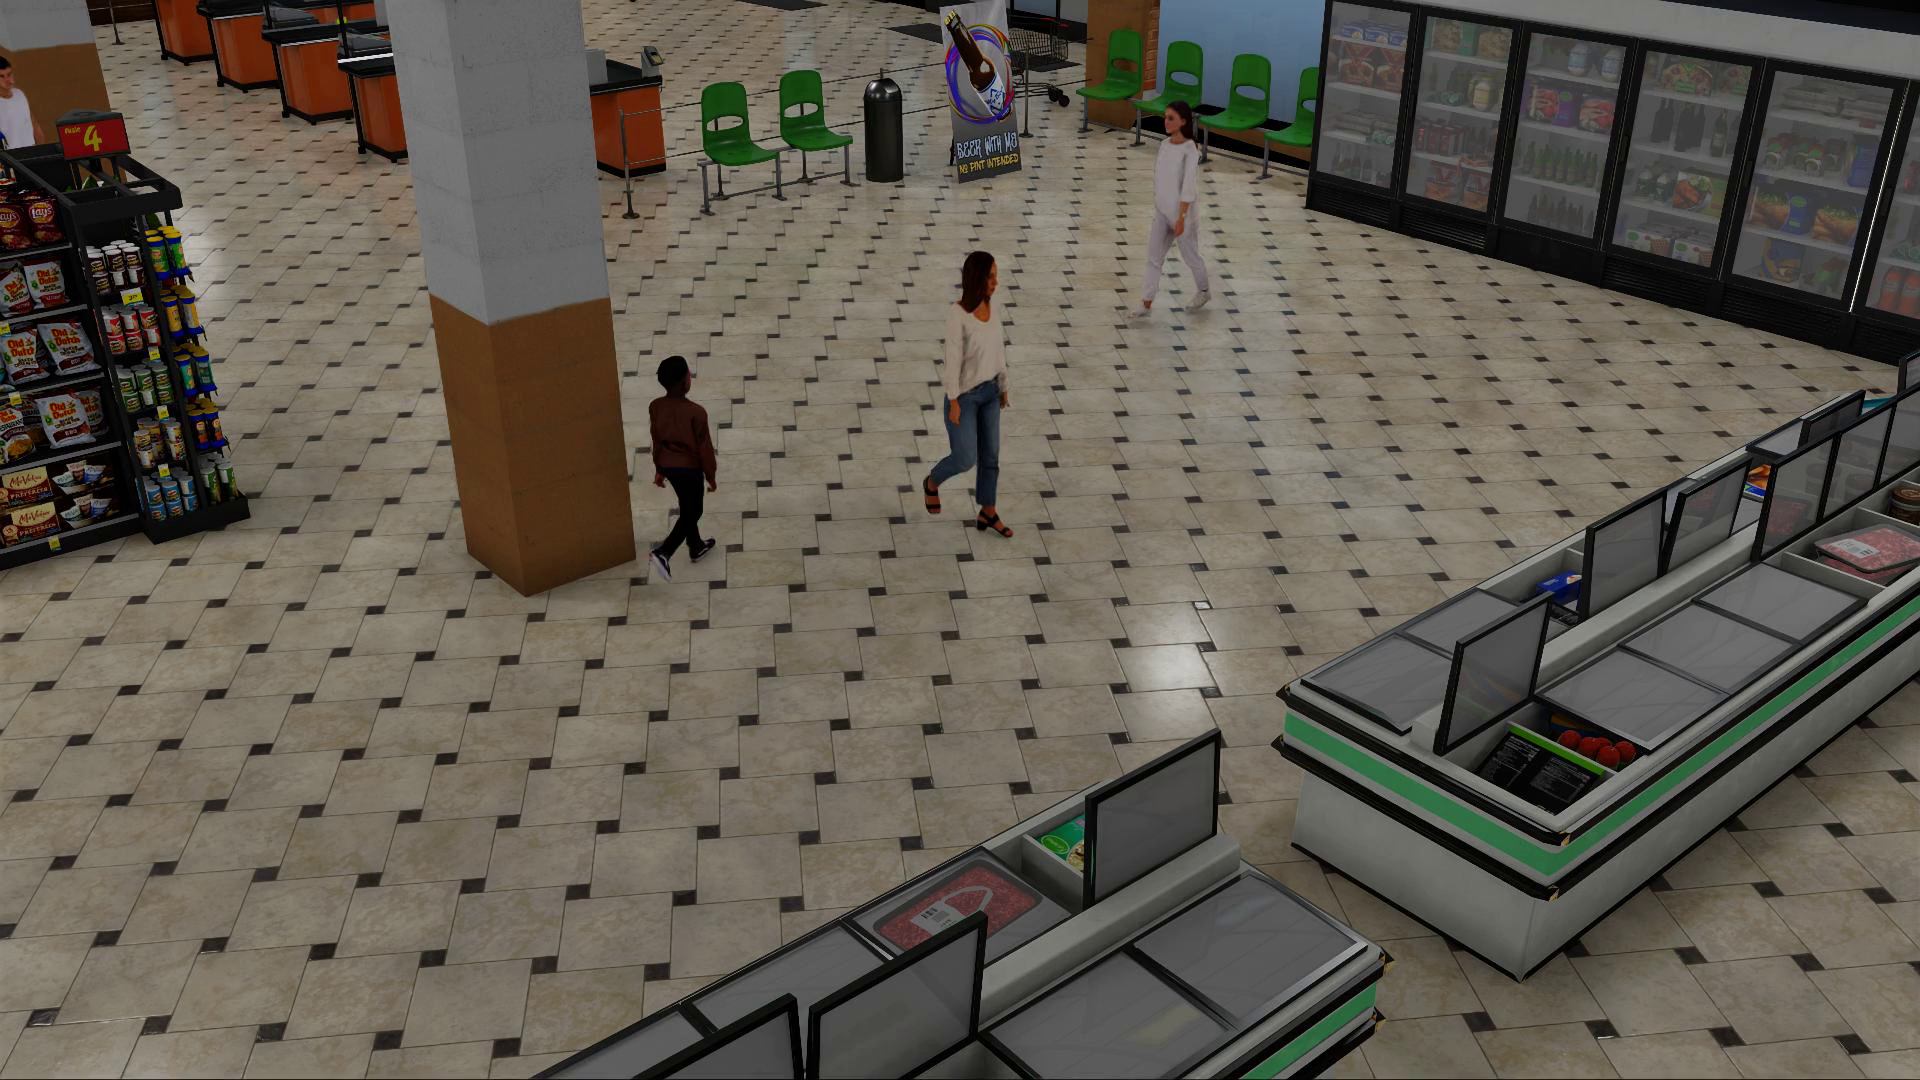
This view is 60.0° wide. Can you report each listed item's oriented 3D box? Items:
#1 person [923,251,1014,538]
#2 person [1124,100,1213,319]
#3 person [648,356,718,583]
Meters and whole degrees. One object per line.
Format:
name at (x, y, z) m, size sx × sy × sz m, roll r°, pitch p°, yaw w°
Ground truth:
person at (0.025, -0.818, 9.418) m, size 0.779 × 1.671 × 0.793 m, roll 21°, pitch 34°, yaw 35°
person at (1.731, -2.512, 12.780) m, size 1.056 × 1.652 × 0.614 m, roll -19°, pitch 33°, yaw -33°
person at (-1.544, -0.370, 9.014) m, size 0.743 × 1.238 × 0.920 m, roll 12°, pitch 29°, yaw 23°
